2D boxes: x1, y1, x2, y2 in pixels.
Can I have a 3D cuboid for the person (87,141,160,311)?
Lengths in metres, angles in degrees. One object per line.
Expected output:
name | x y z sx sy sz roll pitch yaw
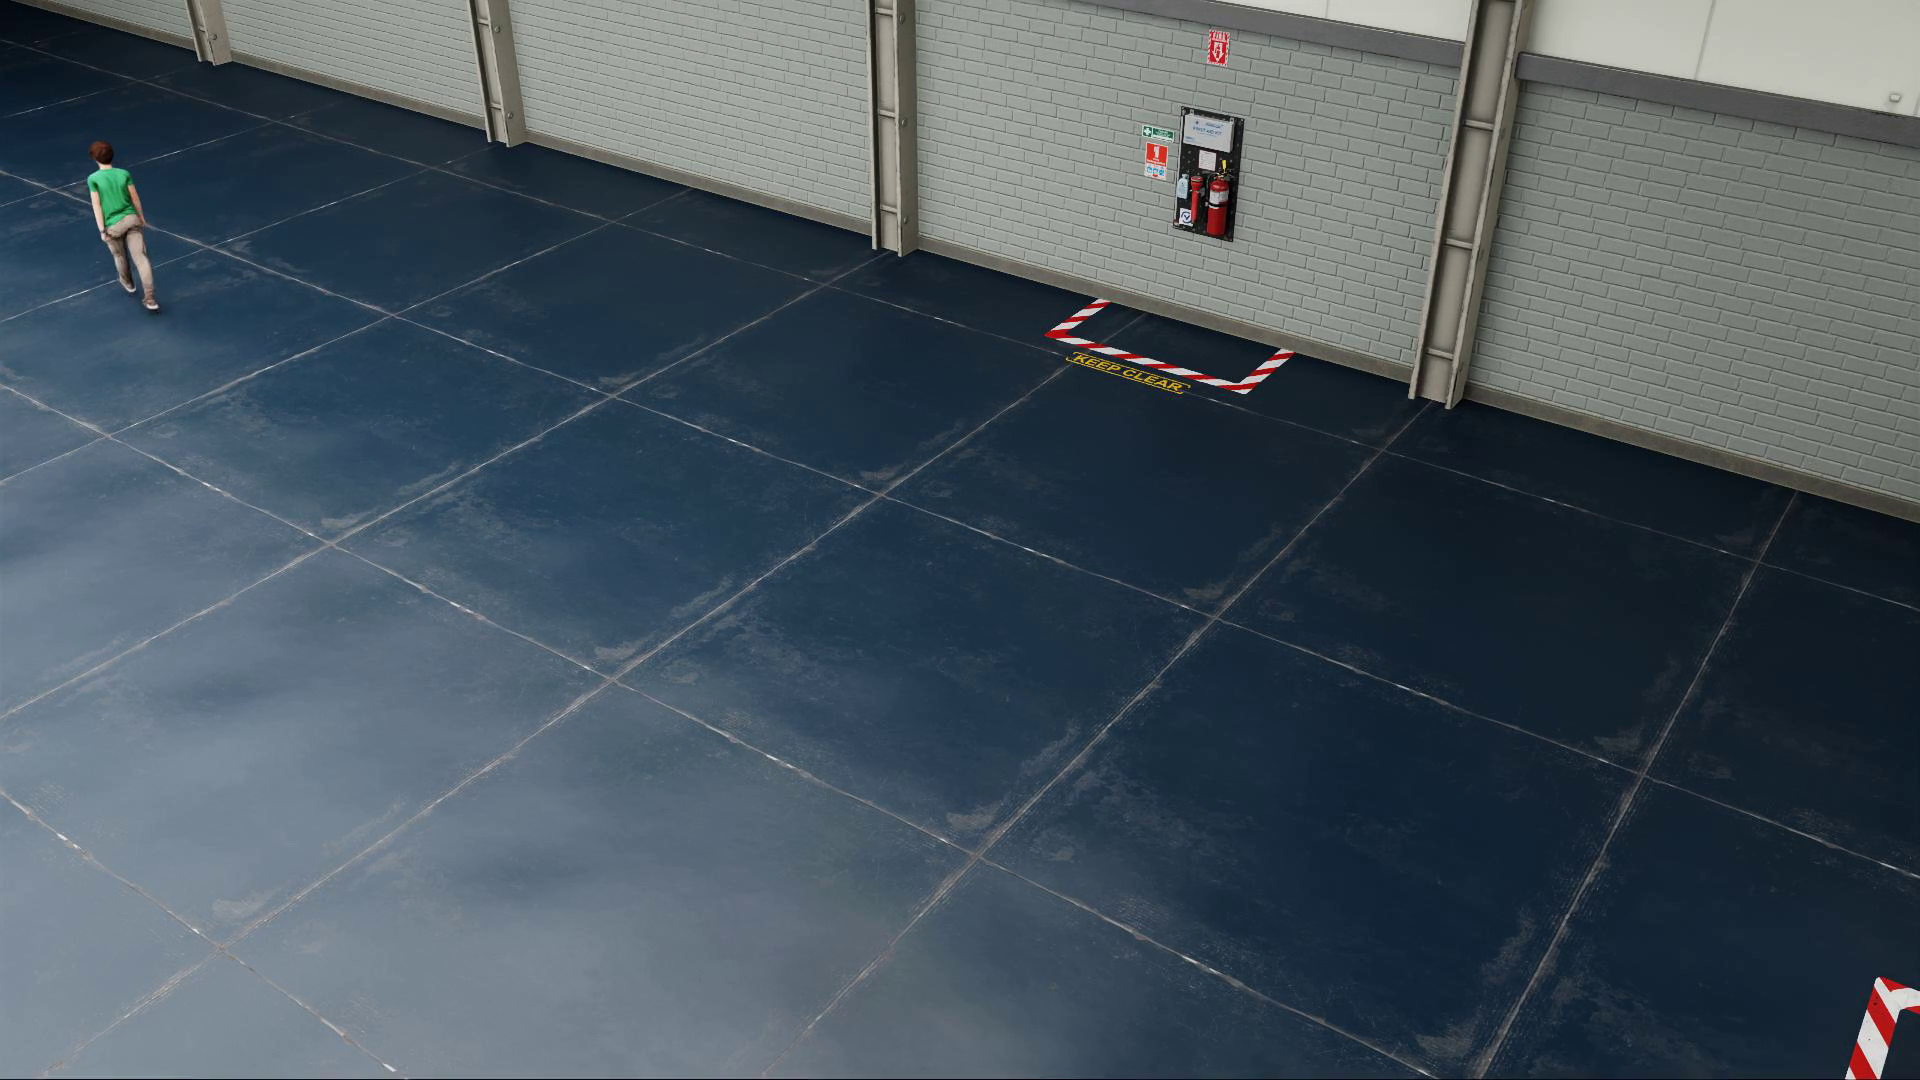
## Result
person | -8.014 -2.984 15.983 0.825 1.605 1.187 -23 39 -31
